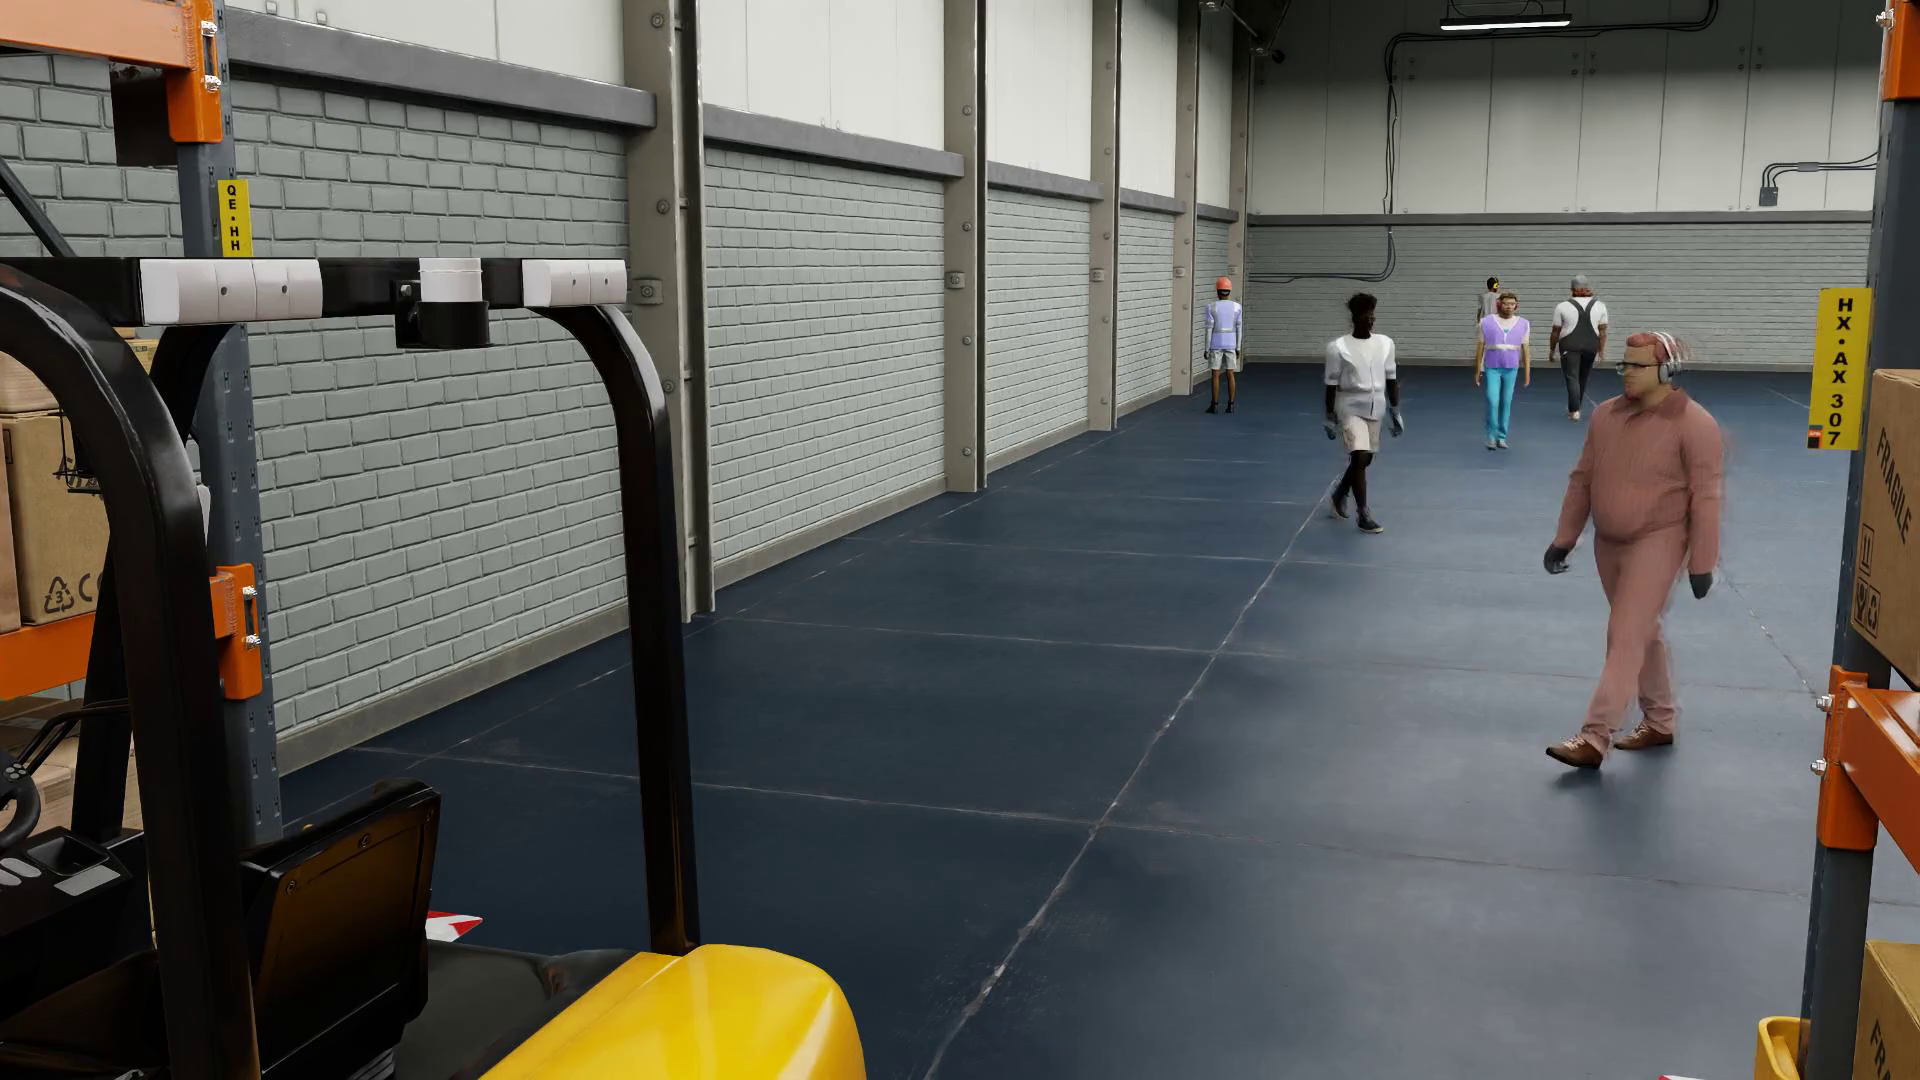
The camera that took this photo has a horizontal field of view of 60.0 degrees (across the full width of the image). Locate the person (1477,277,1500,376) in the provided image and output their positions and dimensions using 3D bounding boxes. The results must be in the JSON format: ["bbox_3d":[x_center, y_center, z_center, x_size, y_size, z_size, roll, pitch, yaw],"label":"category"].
[{"bbox_3d":[10.019,-4.021,31.420,0.518,1.865,0.329,9,13,41],"label":"person"}]

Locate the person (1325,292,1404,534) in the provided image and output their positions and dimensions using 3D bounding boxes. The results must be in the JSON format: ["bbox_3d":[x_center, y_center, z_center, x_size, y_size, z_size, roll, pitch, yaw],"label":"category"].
[{"bbox_3d":[3.256,-1.060,13.607,0.621,1.933,0.945,-3,10,-19],"label":"person"}]

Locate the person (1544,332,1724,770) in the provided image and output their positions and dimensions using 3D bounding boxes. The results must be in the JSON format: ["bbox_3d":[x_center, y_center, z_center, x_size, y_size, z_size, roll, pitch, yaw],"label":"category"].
[{"bbox_3d":[2.833,0.047,7.186,0.946,1.867,0.650,-4,10,-21],"label":"person"}]

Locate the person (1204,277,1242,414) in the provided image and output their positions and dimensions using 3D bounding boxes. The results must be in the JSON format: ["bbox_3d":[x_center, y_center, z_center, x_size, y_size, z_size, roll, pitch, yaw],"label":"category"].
[{"bbox_3d":[3.736,-2.764,23.707,0.552,1.937,0.356,-2,10,-10],"label":"person"}]

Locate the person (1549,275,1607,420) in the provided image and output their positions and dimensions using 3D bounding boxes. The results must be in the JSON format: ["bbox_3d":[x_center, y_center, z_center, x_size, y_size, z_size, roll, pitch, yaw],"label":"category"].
[{"bbox_3d":[8.498,-2.683,22.920,0.695,2.000,1.039,1,10,3],"label":"person"}]

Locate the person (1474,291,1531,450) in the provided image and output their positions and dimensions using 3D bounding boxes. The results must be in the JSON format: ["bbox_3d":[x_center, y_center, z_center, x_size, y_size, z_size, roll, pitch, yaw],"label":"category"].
[{"bbox_3d":[6.253,-1.934,19.118,0.598,1.817,0.751,1,10,6],"label":"person"}]
